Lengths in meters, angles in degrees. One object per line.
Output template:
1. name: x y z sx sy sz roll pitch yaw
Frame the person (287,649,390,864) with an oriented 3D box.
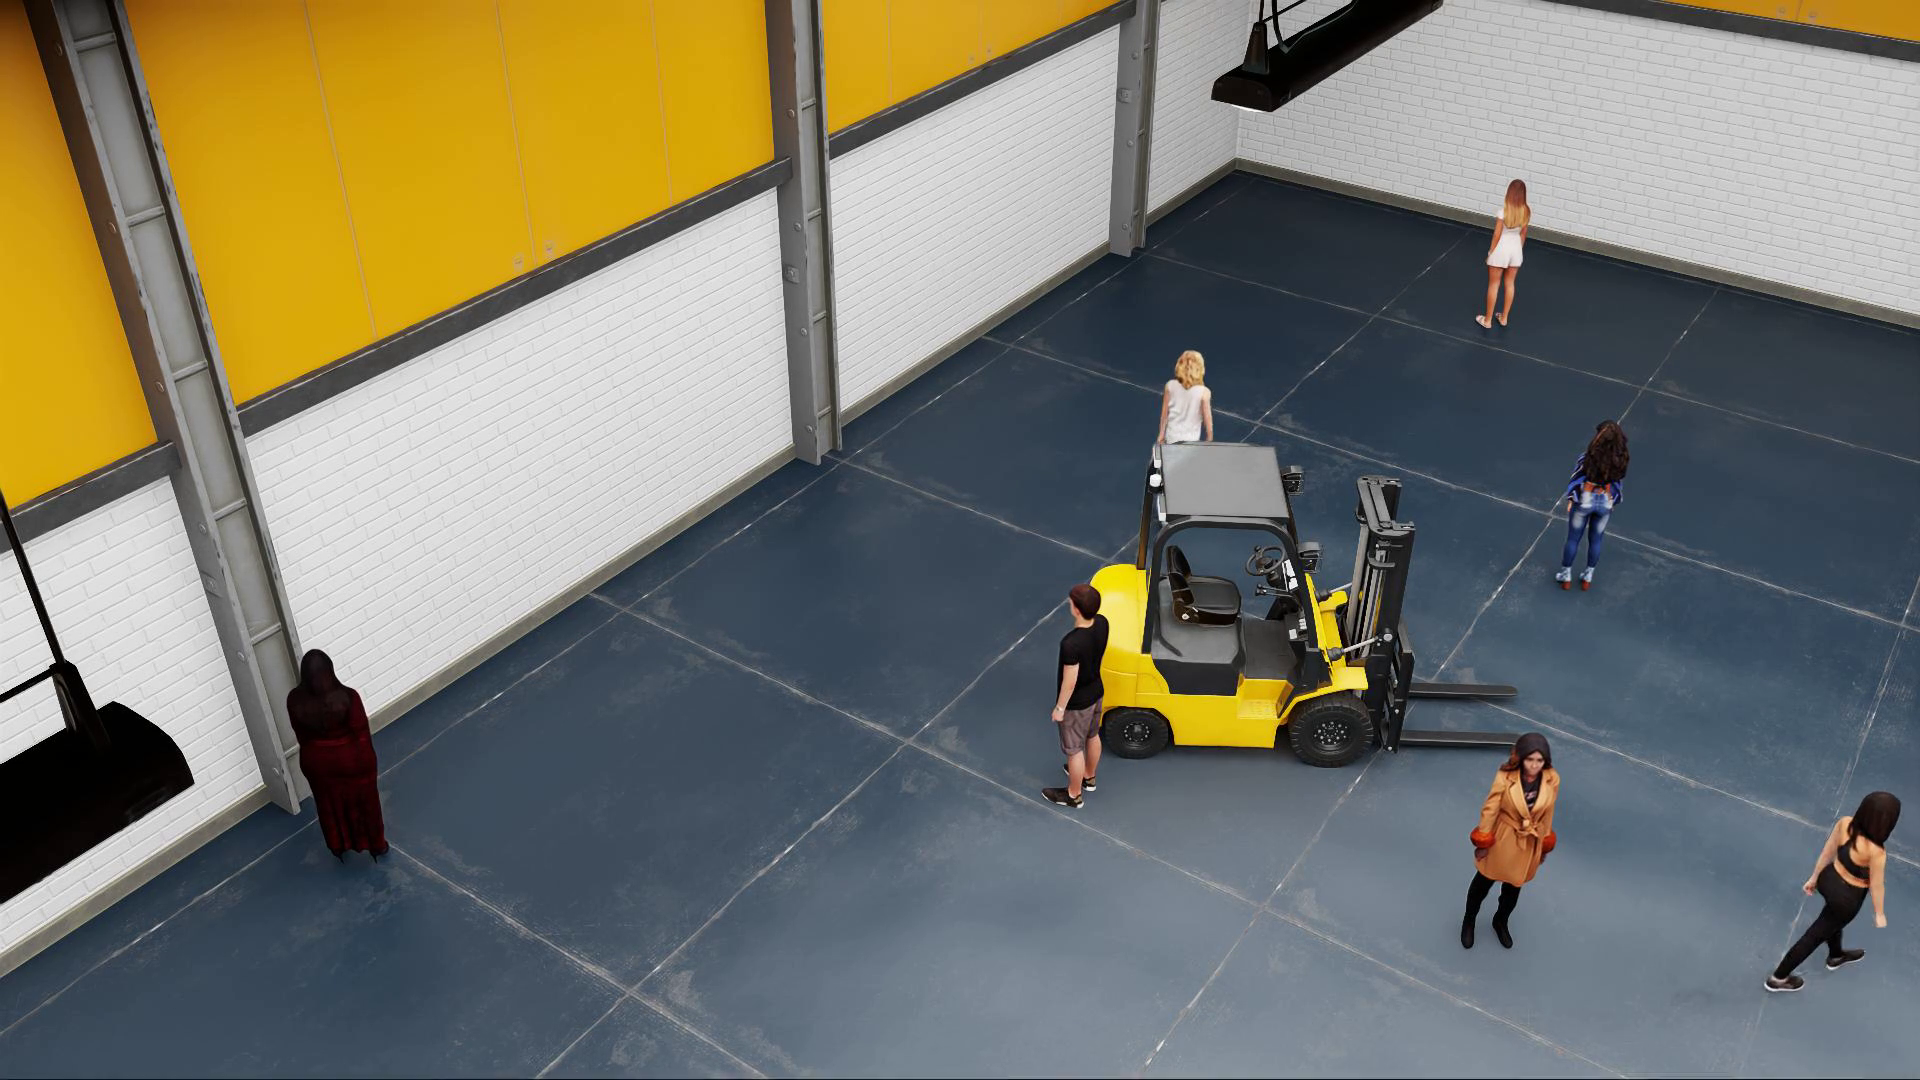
1. person: -4.214 1.479 11.241 0.790 1.759 0.840 -3 34 -5

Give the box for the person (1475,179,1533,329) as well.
1. person: 5.994 -3.146 18.257 0.667 1.697 0.730 -6 34 -10

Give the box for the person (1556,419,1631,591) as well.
1. person: 5.348 -0.301 14.043 0.691 1.621 0.697 4 34 7

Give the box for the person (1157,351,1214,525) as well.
1. person: 1.961 -0.888 14.917 0.682 1.632 1.031 17 37 23

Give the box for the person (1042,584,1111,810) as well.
1. person: 0.855 1.092 11.732 0.723 1.862 0.499 21 39 29

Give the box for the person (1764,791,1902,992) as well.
1. person: 5.354 2.207 10.274 1.004 1.617 0.955 -5 34 -7

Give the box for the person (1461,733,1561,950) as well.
1. person: 3.516 1.928 10.602 0.785 1.720 0.796 1 34 1
